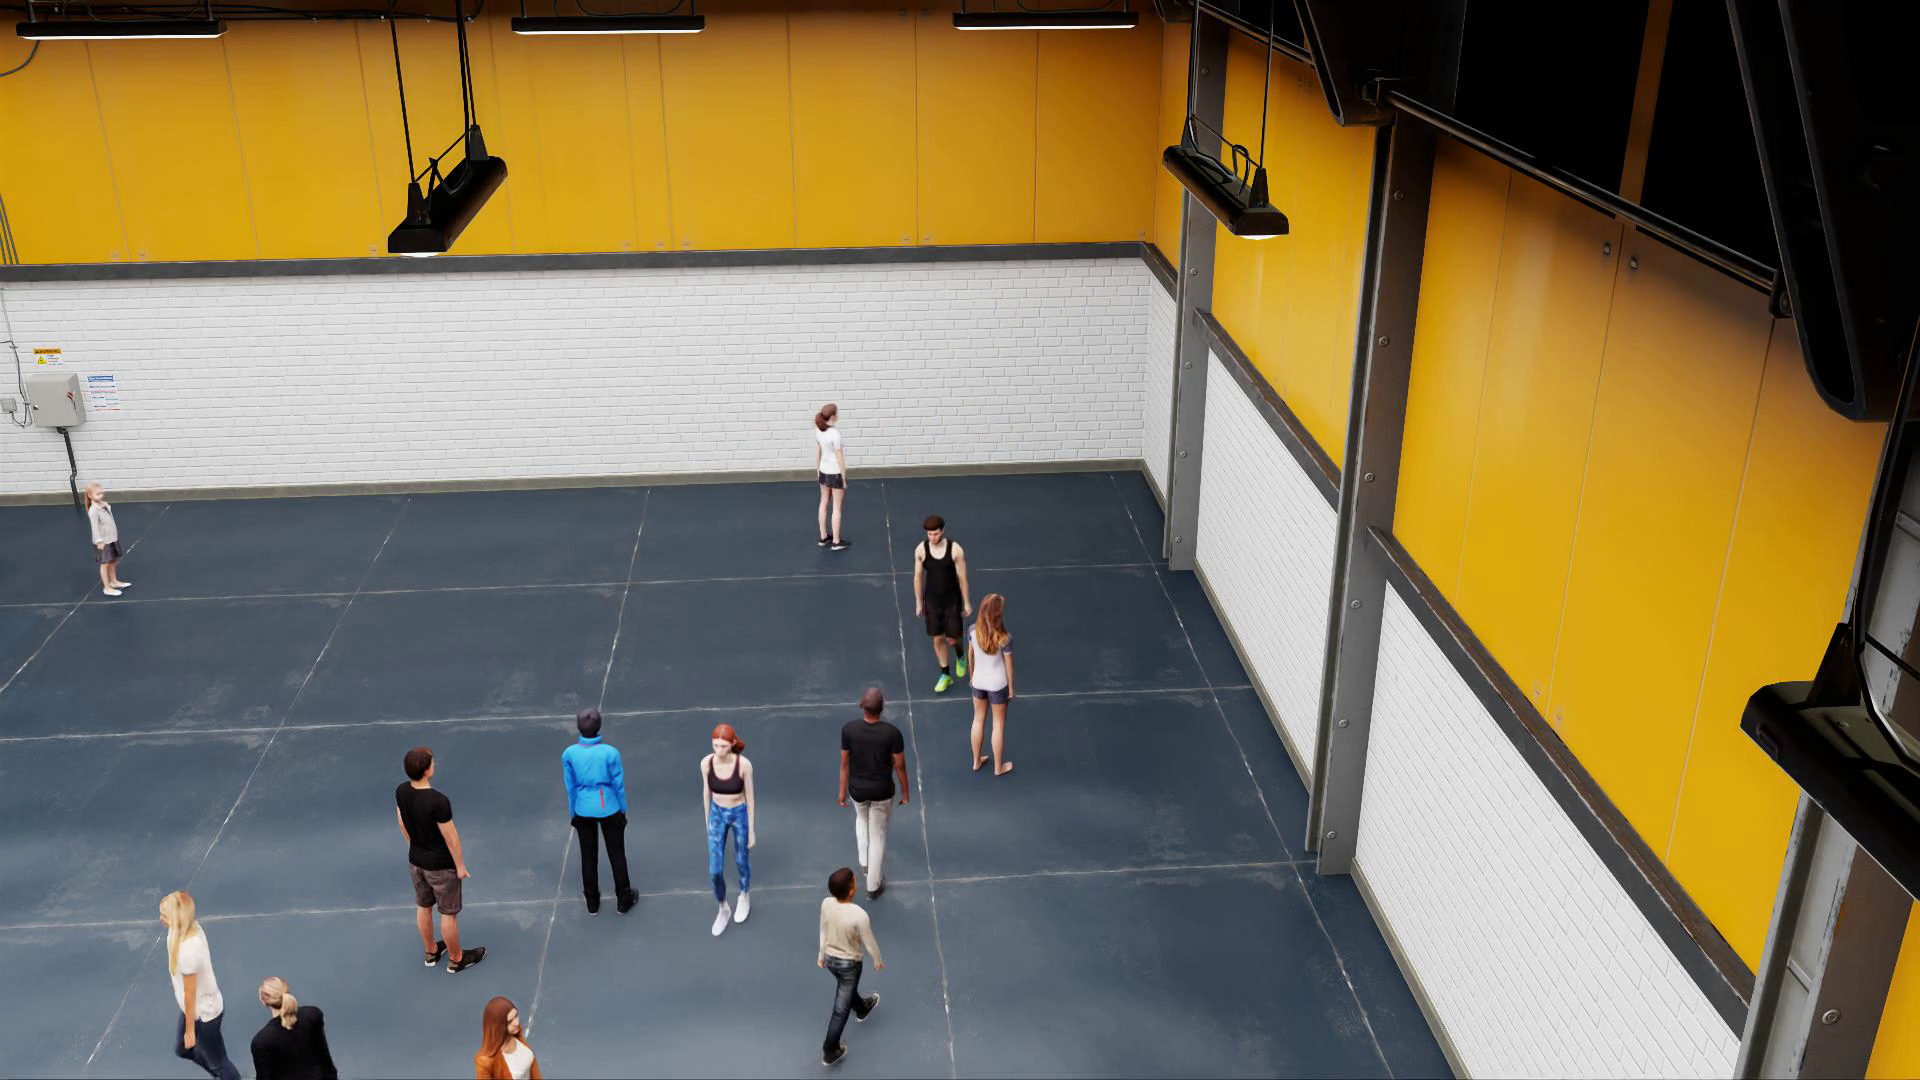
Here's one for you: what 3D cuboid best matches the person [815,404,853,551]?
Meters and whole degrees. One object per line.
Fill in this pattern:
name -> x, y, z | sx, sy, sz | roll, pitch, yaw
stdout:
person -> -1.504, -0.748, 19.405 | 0.652, 1.750, 0.717 | 20, 30, 38

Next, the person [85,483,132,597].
person -> -9.446, -0.028, 18.350 | 0.581, 1.275, 0.482 | 1, 24, 2

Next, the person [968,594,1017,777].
person -> 0.265, 1.280, 14.790 | 0.689, 1.730, 0.717 | 13, 27, 27

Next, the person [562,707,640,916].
person -> -2.798, 2.102, 12.832 | 0.629, 1.792, 0.562 | 0, 24, 0

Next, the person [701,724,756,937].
person -> -1.734, 2.147, 12.763 | 0.617, 1.765, 0.747 | 1, 24, 2

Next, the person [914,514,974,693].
person -> -0.141, 0.564, 16.255 | 0.872, 1.868, 0.936 | 4, 24, 10

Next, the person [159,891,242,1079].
person -> -4.788, 3.015, 10.739 | 0.773, 1.796, 0.679 | -15, 28, -30

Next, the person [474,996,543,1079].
person -> -2.688, 3.425, 9.892 | 0.743, 1.723, 0.613 | 6, 24, 13

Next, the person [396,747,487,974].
person -> -3.879, 2.337, 12.207 | 0.767, 1.862, 0.771 | 11, 26, 24

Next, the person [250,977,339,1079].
person -> -3.929, 3.382, 10.028 | 0.797, 1.693, 0.737 | 19, 30, 36

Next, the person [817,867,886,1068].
person -> -0.831, 2.937, 11.373 | 0.930, 1.431, 1.048 | 15, 28, 30

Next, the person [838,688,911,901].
person -> -0.712, 2.027, 13.011 | 0.814, 1.786, 0.896 | 4, 24, 9
